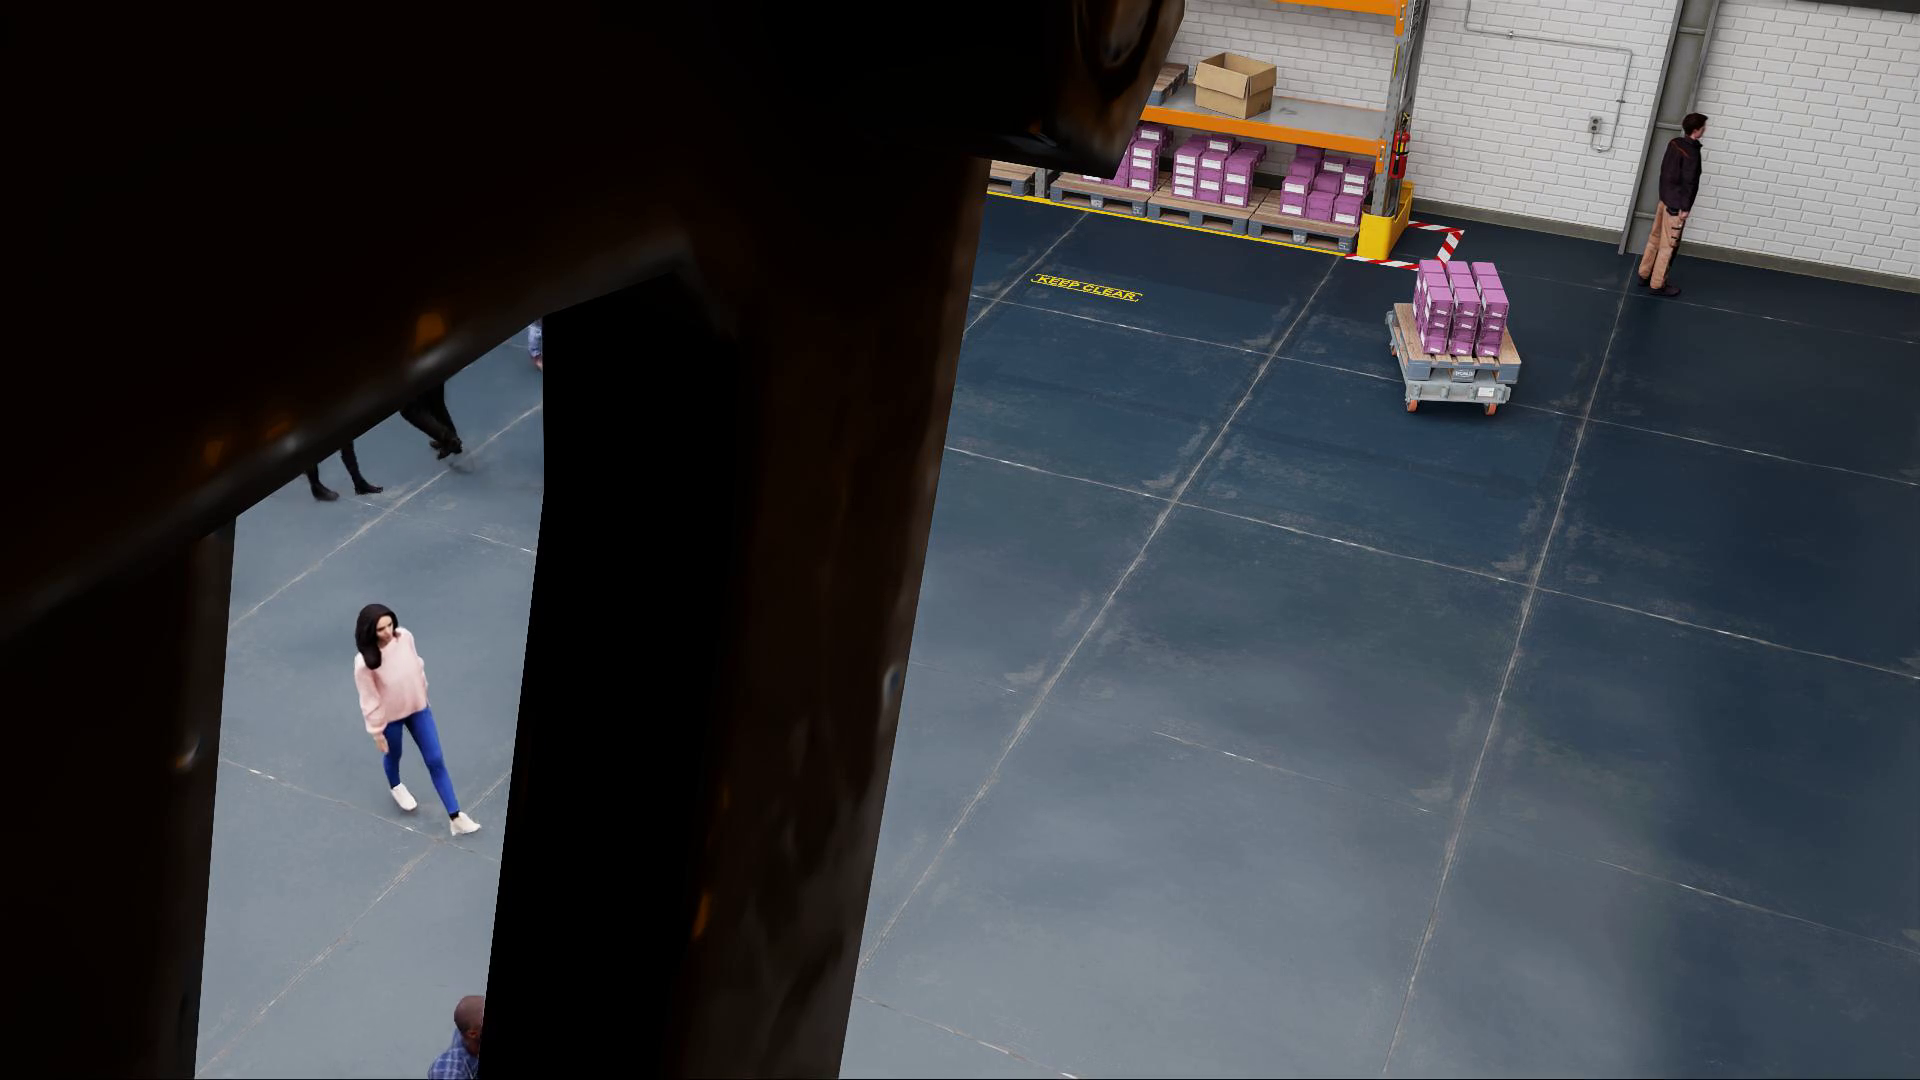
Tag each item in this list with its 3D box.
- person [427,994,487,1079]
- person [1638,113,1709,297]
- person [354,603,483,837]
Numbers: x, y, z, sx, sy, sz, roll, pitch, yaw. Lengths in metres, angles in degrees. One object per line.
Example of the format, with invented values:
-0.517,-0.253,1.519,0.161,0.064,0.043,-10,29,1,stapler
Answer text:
-2.321,2.822,7.919,1.223,1.773,0.770,11,35,17,person
7.434,-3.507,17.303,0.793,1.925,0.797,-3,34,-5,person
-3.610,1.100,10.561,1.211,1.716,0.890,26,41,33,person
